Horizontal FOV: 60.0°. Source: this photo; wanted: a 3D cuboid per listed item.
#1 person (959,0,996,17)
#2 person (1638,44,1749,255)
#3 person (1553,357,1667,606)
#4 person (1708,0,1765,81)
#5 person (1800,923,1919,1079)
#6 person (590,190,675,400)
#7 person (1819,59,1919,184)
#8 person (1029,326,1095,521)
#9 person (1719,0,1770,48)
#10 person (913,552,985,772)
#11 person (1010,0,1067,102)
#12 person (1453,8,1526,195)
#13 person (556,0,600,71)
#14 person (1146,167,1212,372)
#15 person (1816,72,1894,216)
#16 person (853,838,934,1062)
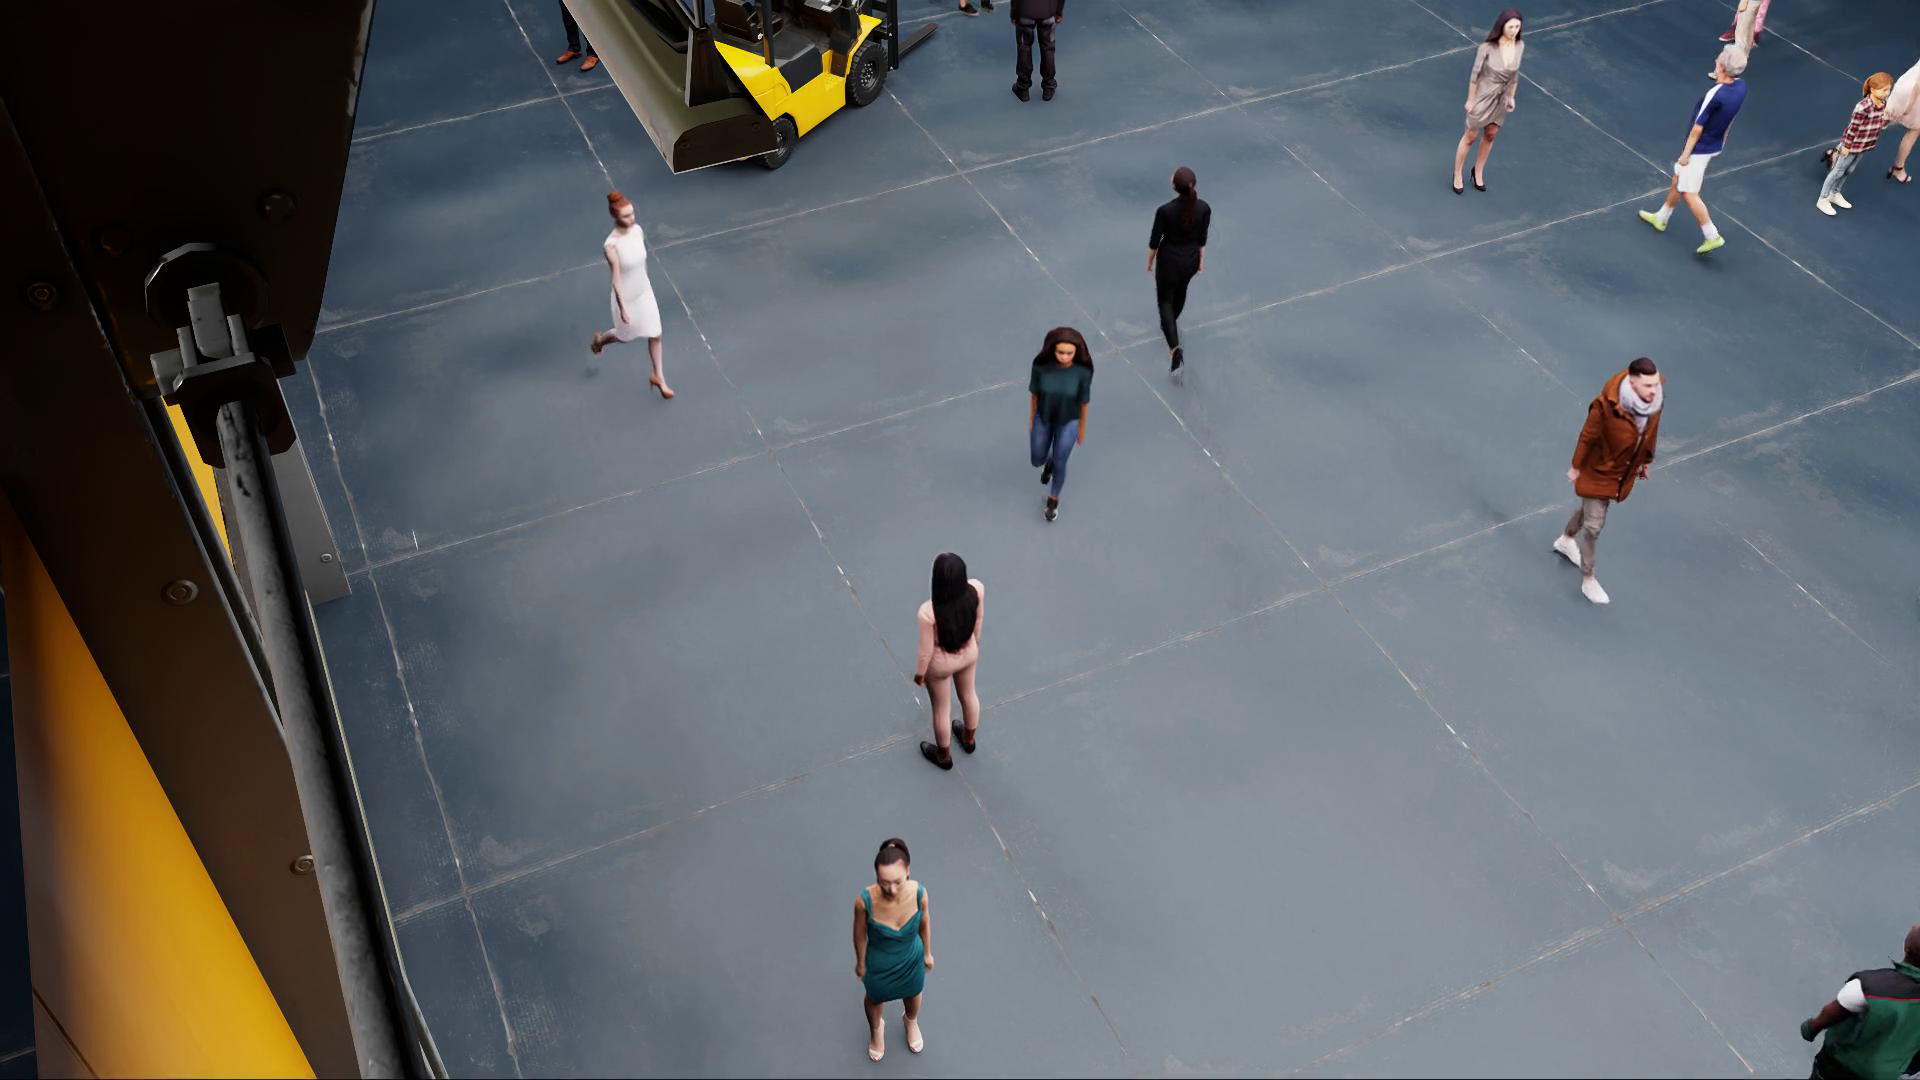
[{"bbox_3d":[0.049,-6.275,17.381,0.592,1.553,0.654,-27,50,-25],"label":"person"},{"bbox_3d":[6.328,-3.269,14.037,0.801,1.813,1.179,-28,50,-26],"label":"person"},{"bbox_3d":[4.283,-0.520,11.149,0.706,1.816,0.910,-17,46,-17],"label":"person"},{"bbox_3d":[7.784,-5.334,16.287,0.735,1.698,0.710,23,48,23],"label":"person"},{"bbox_3d":[4.355,2.517,7.957,0.812,1.822,0.861,-1,44,-1],"label":"person"},{"bbox_3d":[-2.556,-1.840,12.572,1.114,1.764,0.902,26,49,24],"label":"person"},{"bbox_3d":[8.329,-3.964,14.788,1.036,1.783,1.092,5,44,6],"label":"person"},{"bbox_3d":[0.695,-0.884,11.683,0.792,1.608,0.864,10,44,10],"label":"person"},{"bbox_3d":[8.158,-5.712,16.869,0.623,1.445,0.463,-20,47,-20],"label":"person"},{"bbox_3d":[-0.055,0.713,9.924,0.660,1.721,0.601,-27,50,-26],"label":"person"},{"bbox_3d":[0.734,-5.088,15.938,0.785,1.825,0.746,-3,44,-3],"label":"person"},{"bbox_3d":[4.698,-3.899,14.748,0.643,1.745,0.582,-8,44,-8],"label":"person"},{"bbox_3d":[-3.868,-5.578,16.471,0.730,1.800,0.841,23,48,22],"label":"person"},{"bbox_3d":[1.701,-2.075,12.914,0.780,1.632,1.107,-8,44,-8],"label":"person"},{"bbox_3d":[7.905,-3.520,14.669,0.537,1.305,0.530,-21,47,-21],"label":"person"},{"bbox_3d":[-0.338,2.117,8.476,0.596,1.685,0.559,-8,44,-8],"label":"person"}]
